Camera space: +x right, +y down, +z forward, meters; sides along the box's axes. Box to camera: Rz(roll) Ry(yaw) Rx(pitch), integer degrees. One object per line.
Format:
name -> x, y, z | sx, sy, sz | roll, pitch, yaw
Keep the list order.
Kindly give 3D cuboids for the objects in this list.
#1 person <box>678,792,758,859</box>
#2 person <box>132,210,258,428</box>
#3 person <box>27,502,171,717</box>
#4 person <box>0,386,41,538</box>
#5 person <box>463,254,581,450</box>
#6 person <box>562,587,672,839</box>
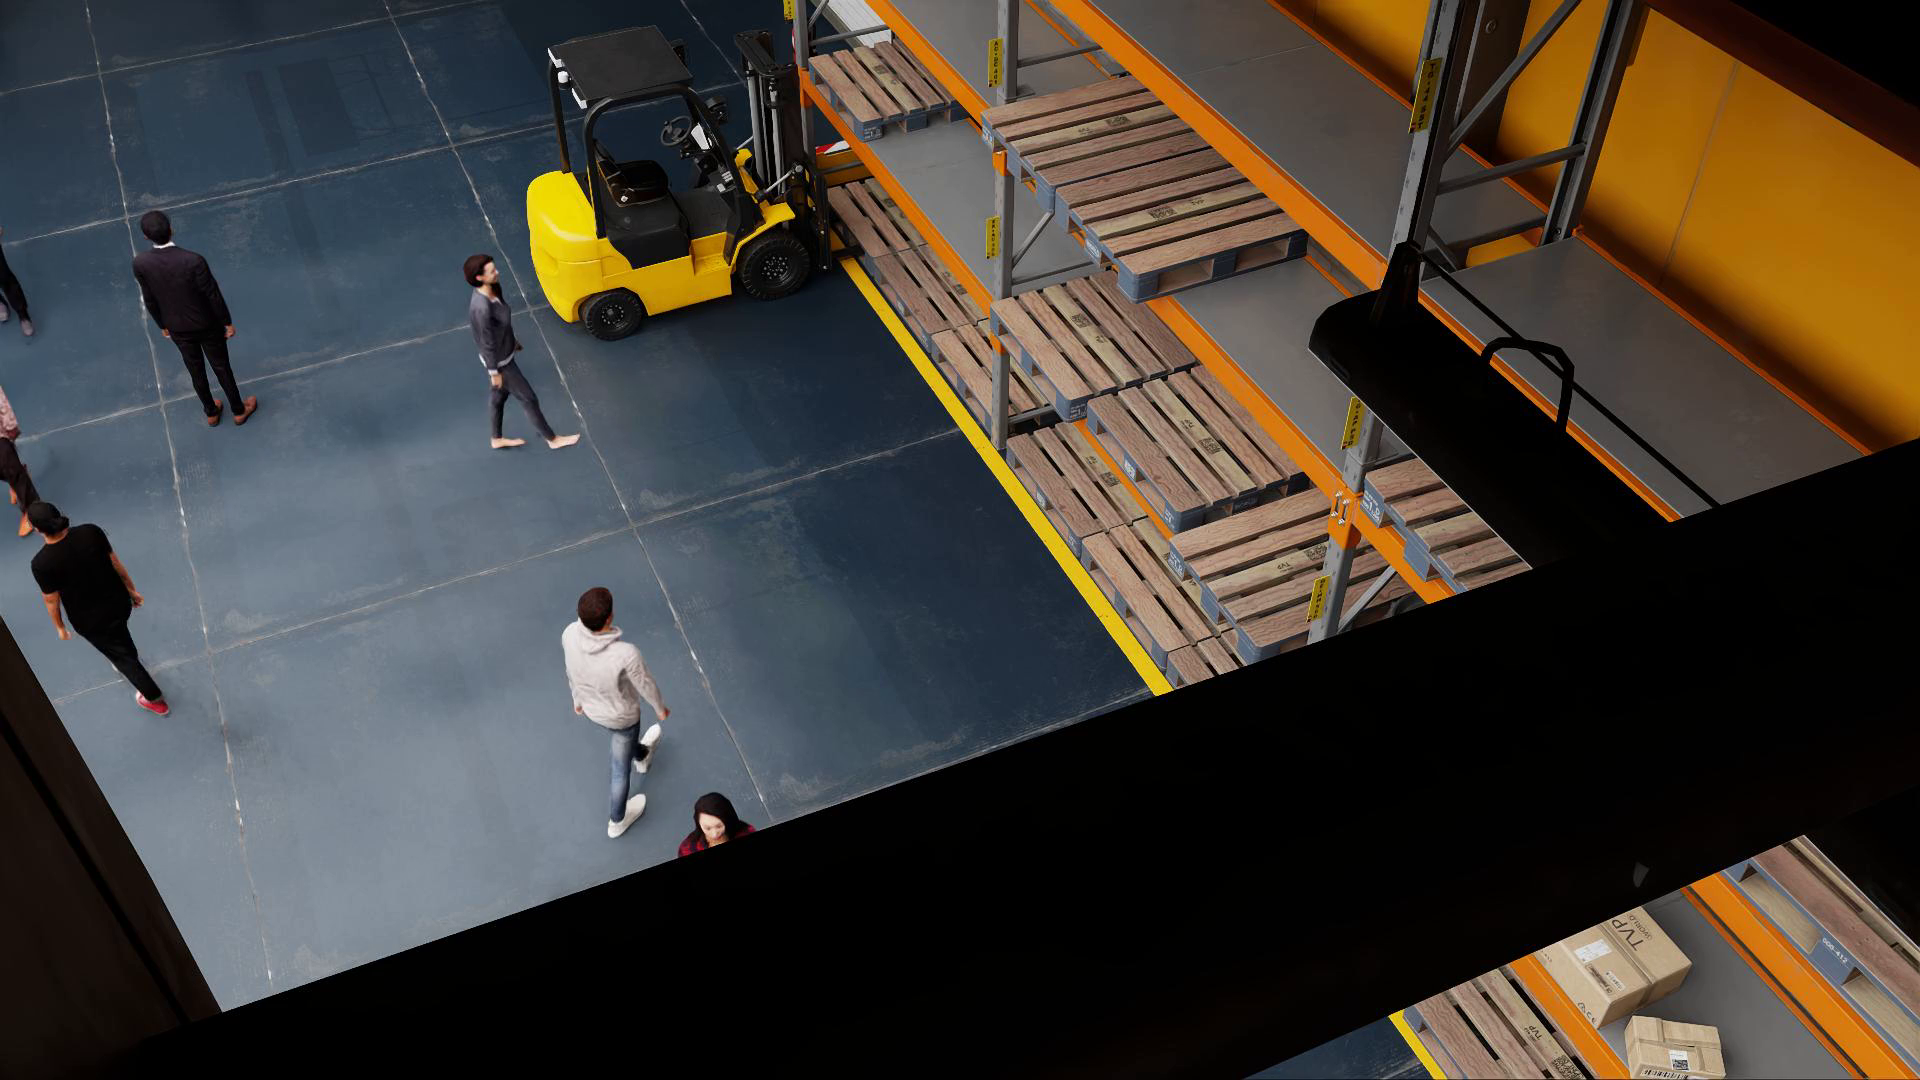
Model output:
person -> -1.284, 1.902, 8.989 | 0.601, 1.658, 0.530 | -14, 45, -14
person -> -5.812, -1.661, 12.565 | 0.765, 1.883, 0.684 | -4, 44, -4
person -> -5.344, 0.459, 10.447 | 1.017, 1.736, 0.913 | 23, 48, 22
person -> -6.932, -0.875, 11.805 | 0.878, 1.794, 0.946 | 1, 44, 1
person -> -3.497, -1.342, 12.329 | 0.815, 1.747, 0.909 | -9, 44, -9
person -> -2.093, 1.057, 9.754 | 1.097, 1.826, 1.121 | 17, 46, 17
